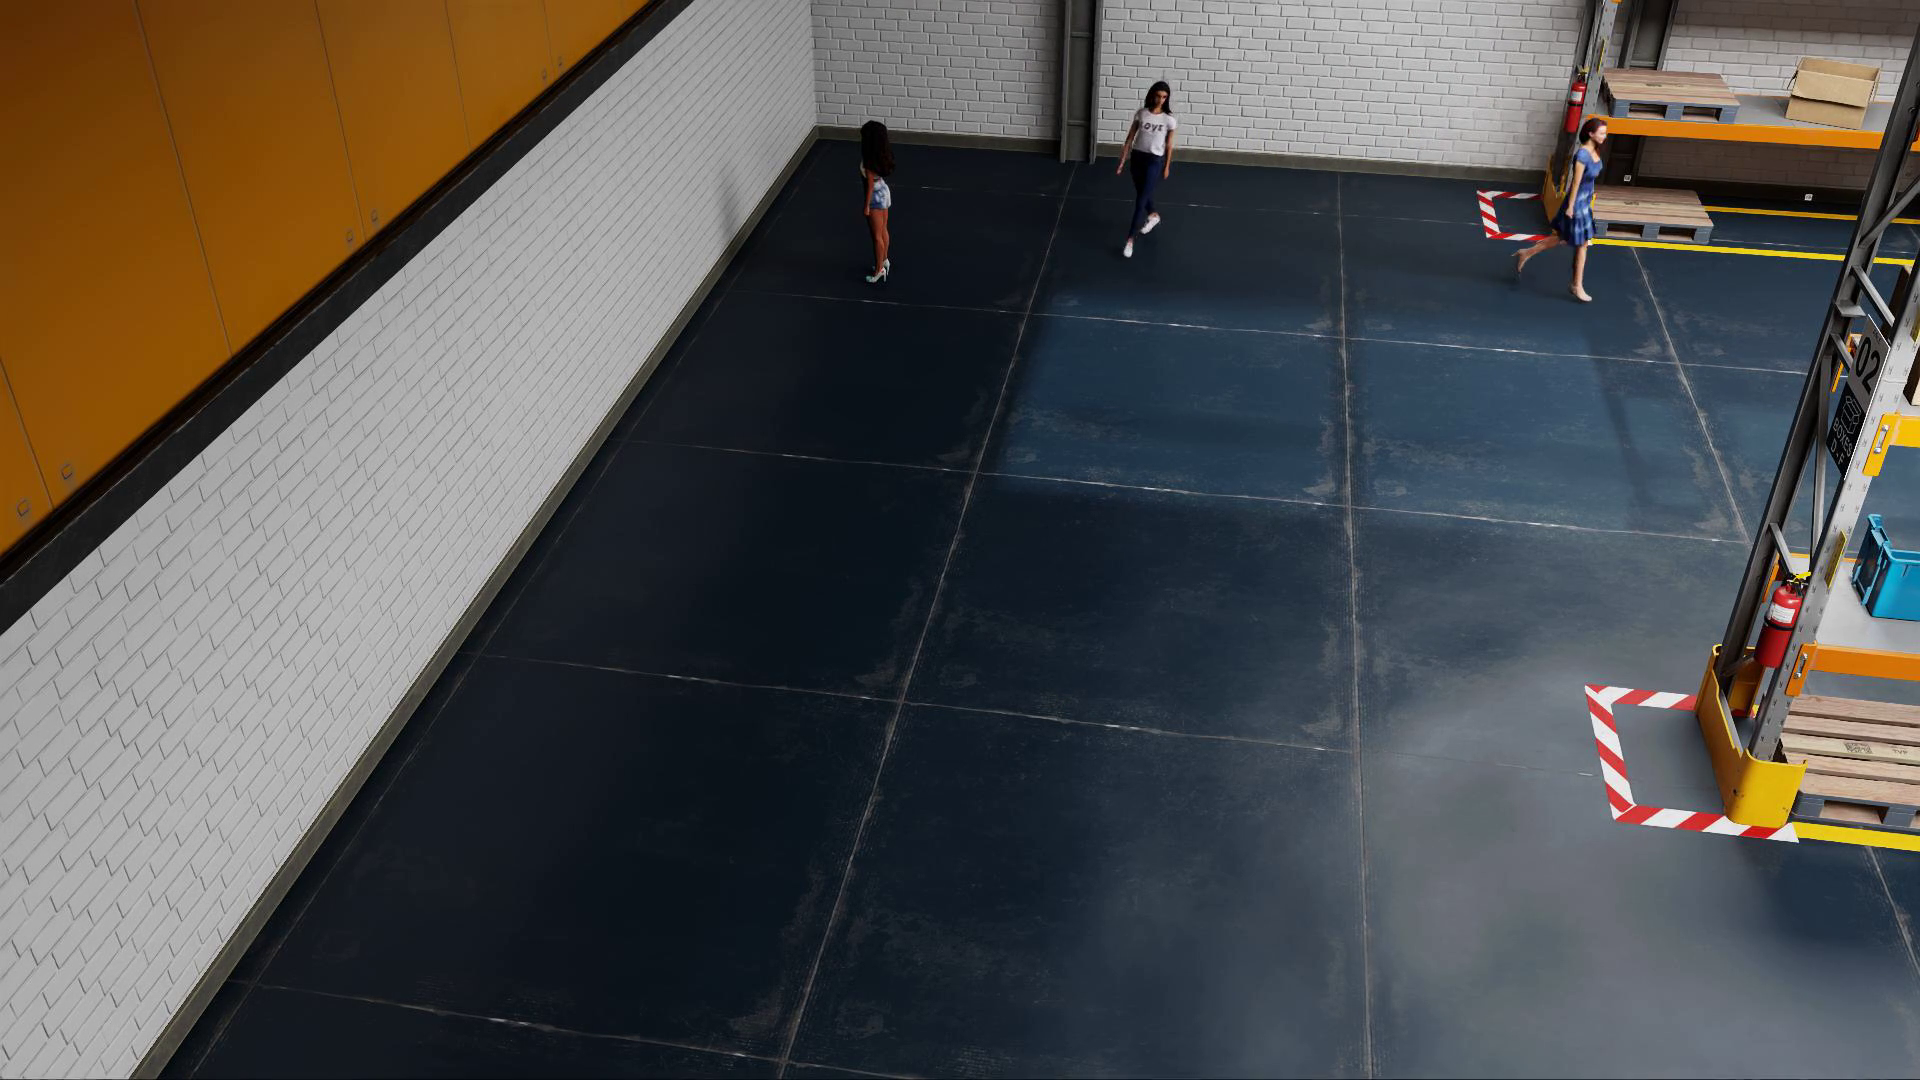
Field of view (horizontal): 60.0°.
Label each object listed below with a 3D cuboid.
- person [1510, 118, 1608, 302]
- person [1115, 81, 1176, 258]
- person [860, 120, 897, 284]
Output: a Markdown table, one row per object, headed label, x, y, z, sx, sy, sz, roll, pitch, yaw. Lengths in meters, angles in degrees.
| label | x | y | z | sx | sy | sz | roll | pitch | yaw |
| --- | --- | --- | --- | --- | --- | --- | --- | --- | --- |
| person | 5.824 | -3.173 | 15.917 | 1.151 | 1.778 | 0.853 | 16 | 37 | 22 |
| person | 1.929 | -3.818 | 16.933 | 1.170 | 1.727 | 1.006 | 20 | 38 | 27 |
| person | -0.820 | -3.312 | 16.262 | 0.547 | 1.627 | 0.554 | 7 | 34 | 10 |
